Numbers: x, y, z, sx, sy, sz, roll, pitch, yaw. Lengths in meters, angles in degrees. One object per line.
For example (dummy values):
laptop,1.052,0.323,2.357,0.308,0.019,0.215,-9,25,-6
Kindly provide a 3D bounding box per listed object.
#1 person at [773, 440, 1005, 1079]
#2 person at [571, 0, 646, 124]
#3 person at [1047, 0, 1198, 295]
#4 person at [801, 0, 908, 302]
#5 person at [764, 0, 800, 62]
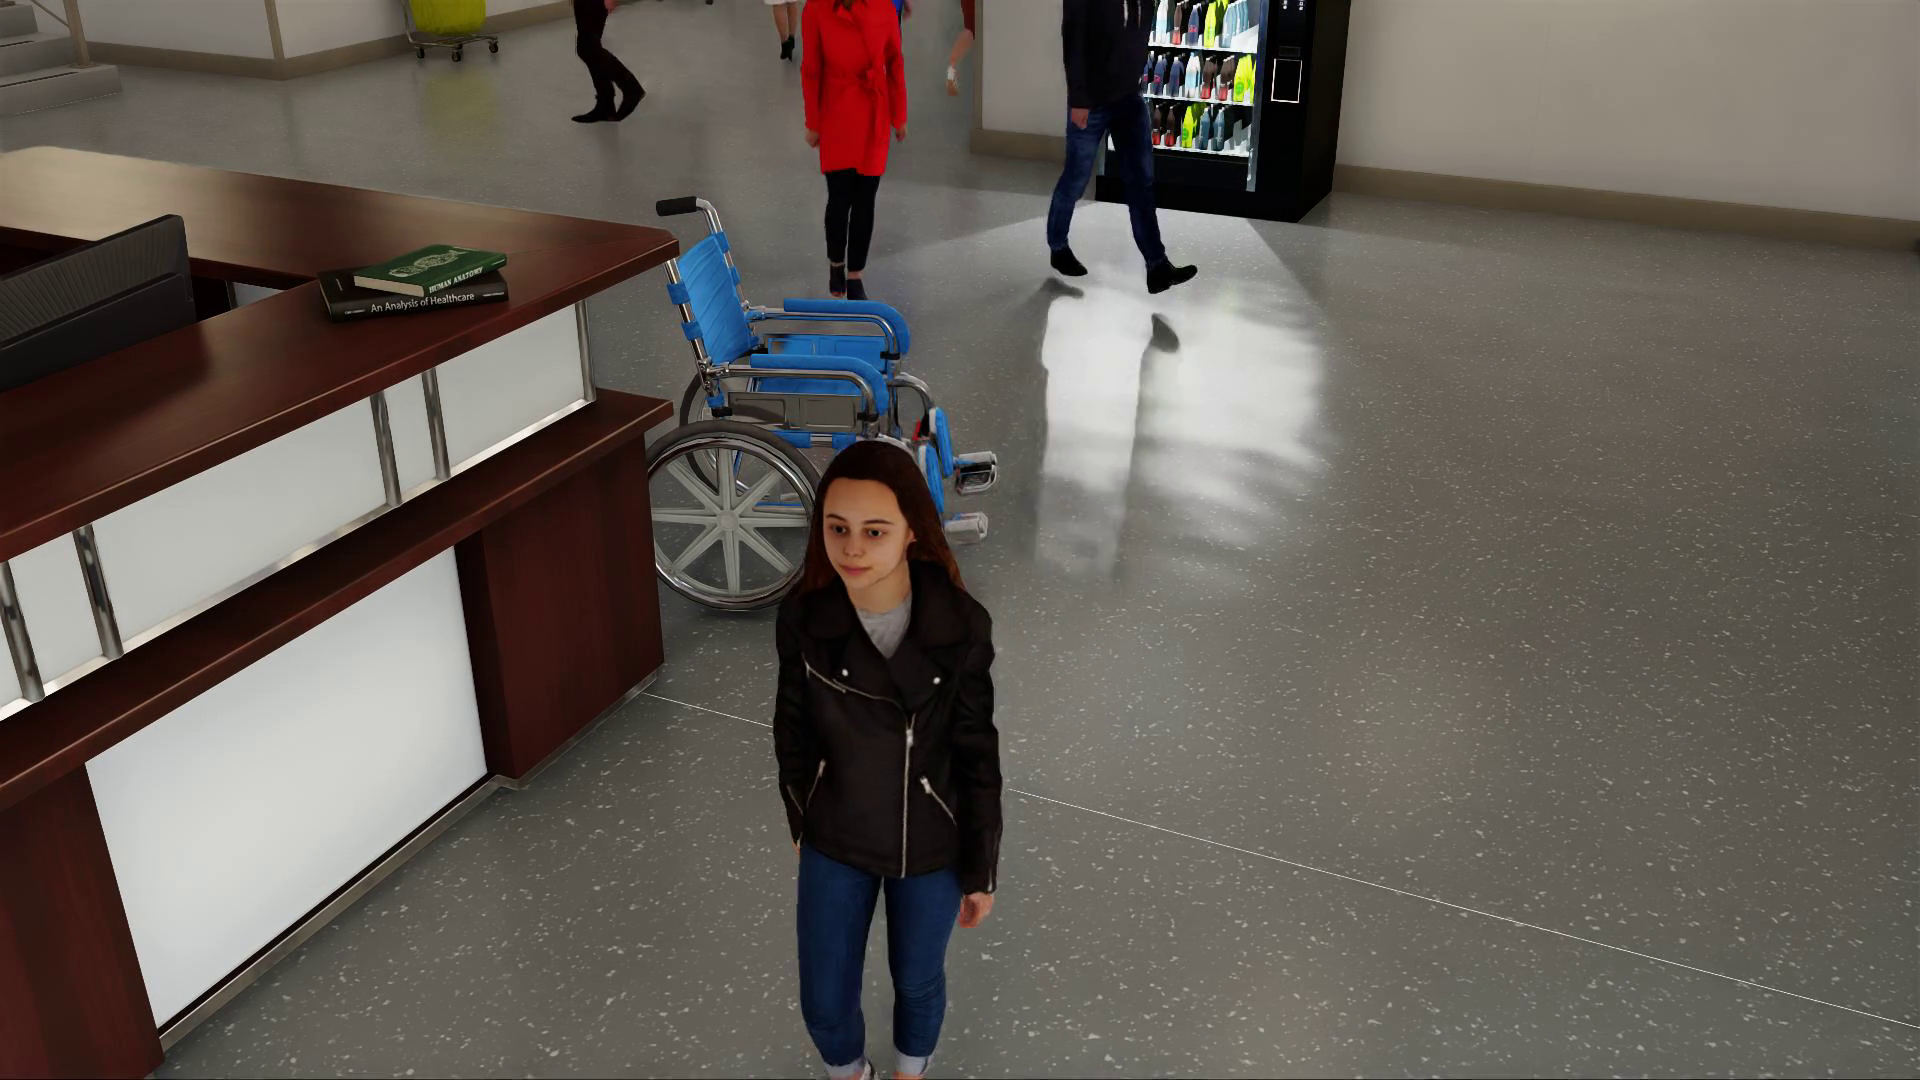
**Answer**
person,-0.114,0.482,2.986,0.574,1.473,0.691,3,26,5
person,-2.453,-3.812,11.455,0.935,1.851,0.873,-12,28,-23
person,0.631,-2.106,7.939,1.093,1.833,1.287,-17,30,-31
person,-0.508,-1.931,7.685,0.712,1.738,0.778,-7,27,-15
person,-1.464,-4.766,13.795,0.790,1.538,0.852,-9,27,-18
